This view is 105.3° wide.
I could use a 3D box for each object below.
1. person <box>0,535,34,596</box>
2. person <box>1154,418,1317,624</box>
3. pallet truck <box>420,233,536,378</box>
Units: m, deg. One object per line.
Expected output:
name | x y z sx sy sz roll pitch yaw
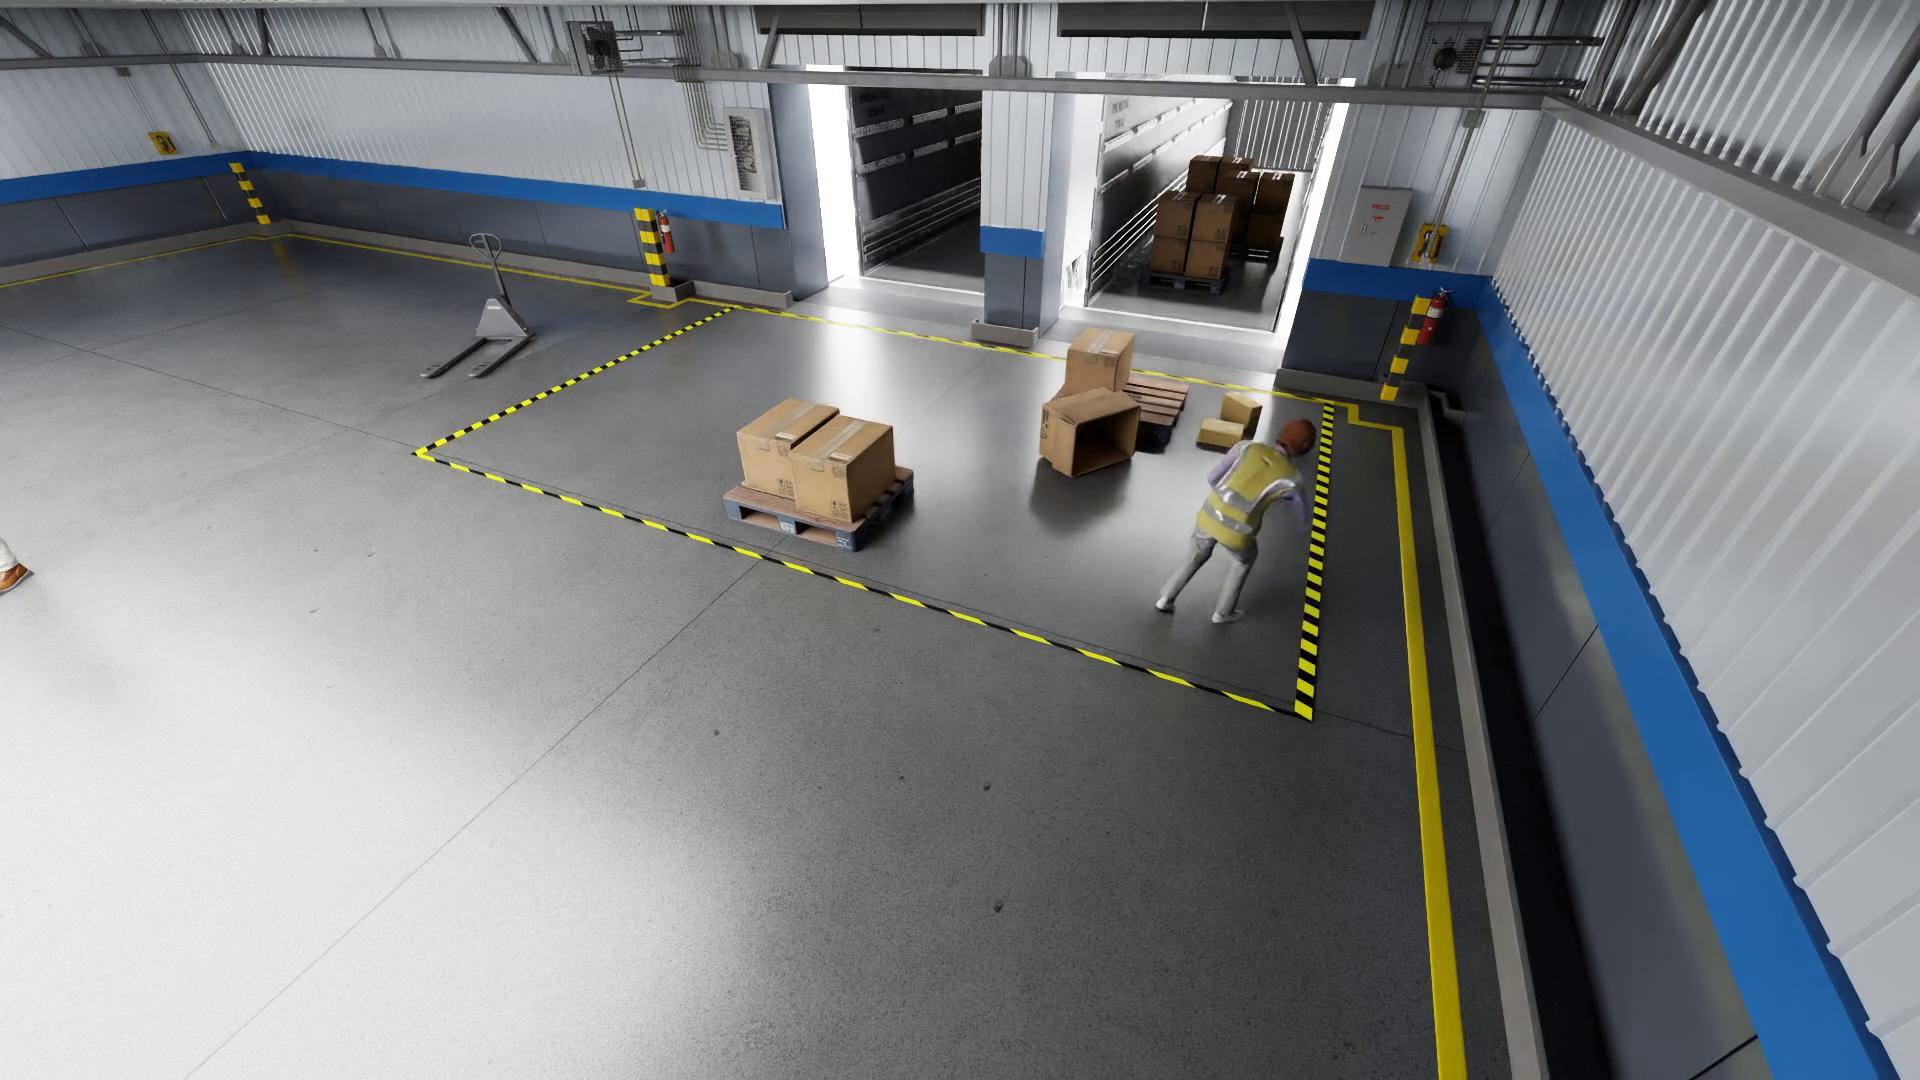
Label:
person | -6.864 -0.460 4.655 0.604 1.947 0.403 1 35 1
person | 1.769 -0.072 4.589 0.890 1.412 0.625 -28 44 -33
pallet truck | -5.664 -2.712 8.427 0.680 1.201 1.601 0 35 -1
